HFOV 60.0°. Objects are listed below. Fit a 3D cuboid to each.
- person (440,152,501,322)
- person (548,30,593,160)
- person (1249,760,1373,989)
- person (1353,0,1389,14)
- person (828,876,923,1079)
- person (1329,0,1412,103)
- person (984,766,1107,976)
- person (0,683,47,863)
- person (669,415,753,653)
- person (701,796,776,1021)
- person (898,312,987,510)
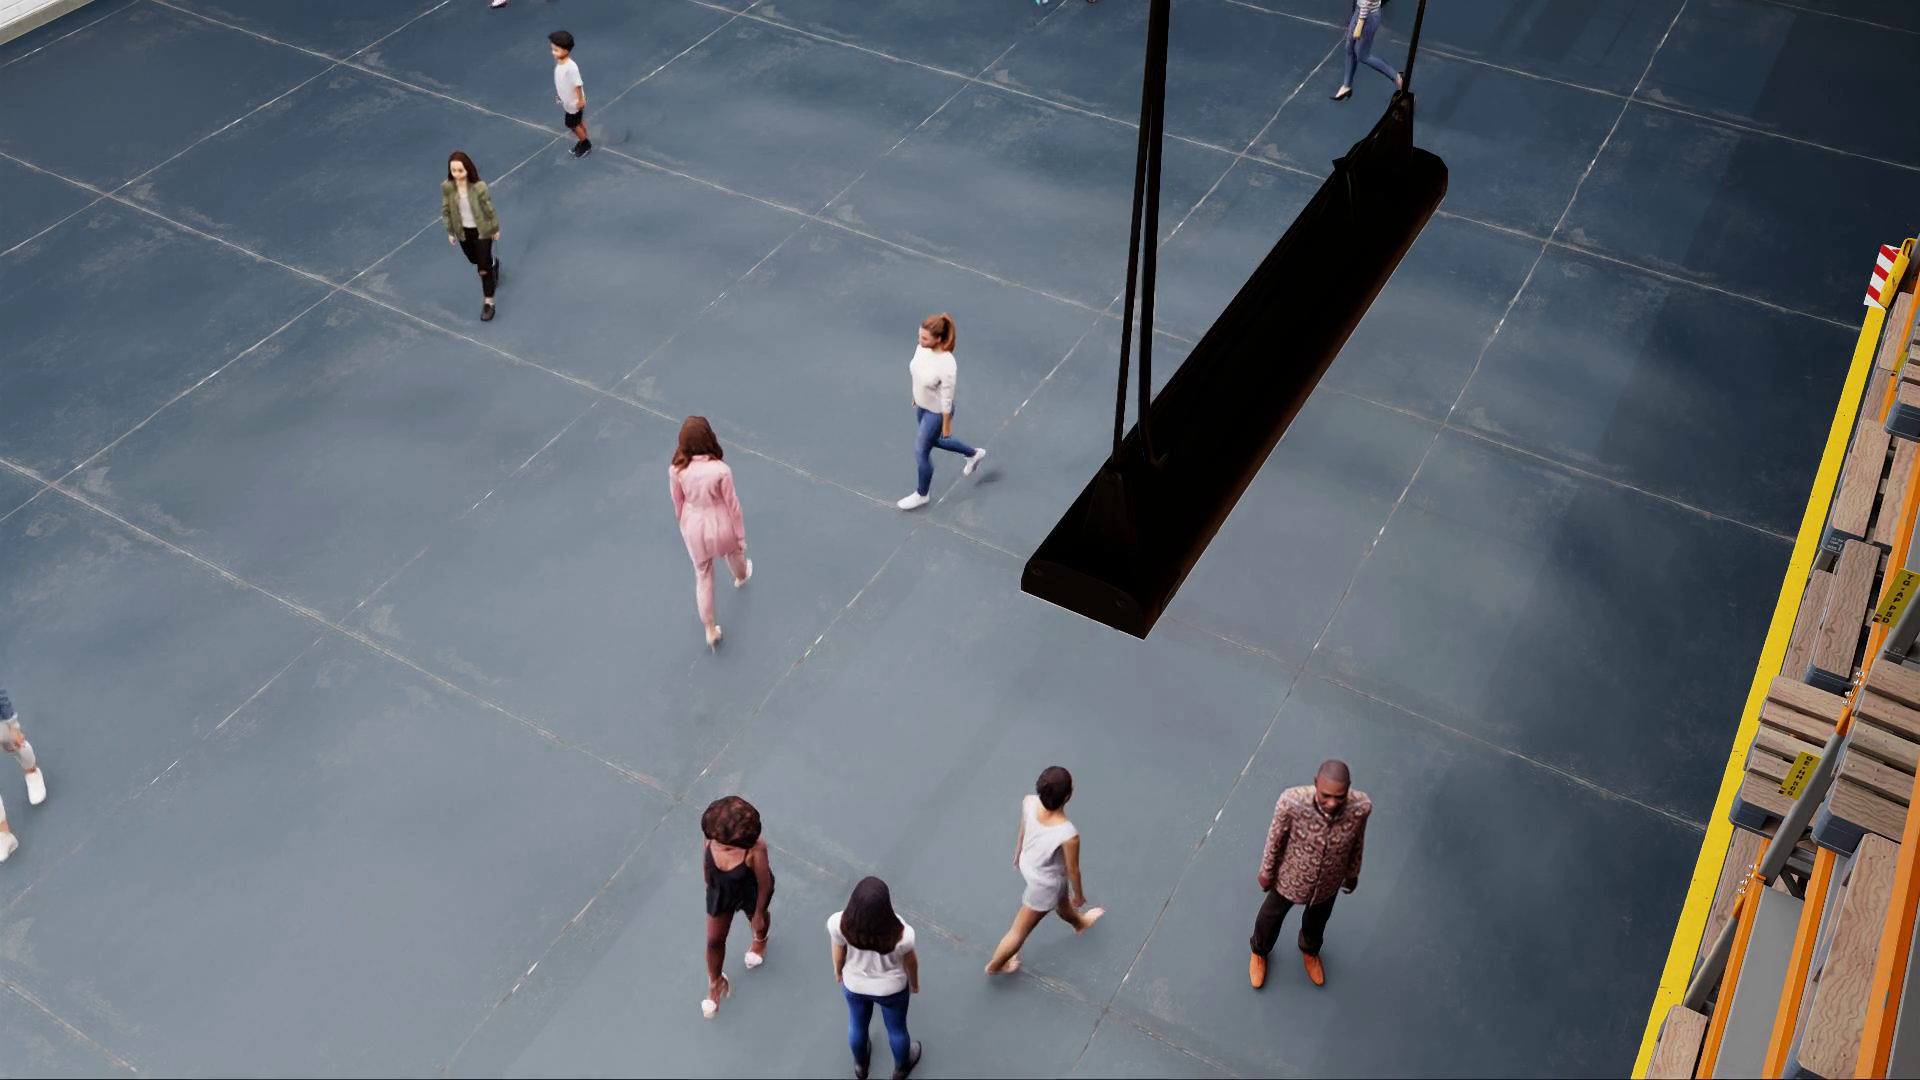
[{"bbox_3d":[-4.048,-2.616,13.914,0.825,1.457,1.043,5,44,5],"label":"person"},{"bbox_3d":[-3.641,-4.257,15.786,0.566,1.251,0.547,-28,50,-26],"label":"person"},{"bbox_3d":[1.903,1.786,9.039,0.787,1.808,0.782,-1,44,-1],"label":"person"},{"bbox_3d":[4.411,-6.367,17.591,0.814,1.817,0.971,14,45,14],"label":"person"},{"bbox_3d":[-0.437,2.292,8.597,0.670,1.684,0.641,7,44,7],"label":"person"},{"bbox_3d":[4.052,-5.036,16.229,0.851,1.768,1.000,9,44,9],"label":"person"},{"bbox_3d":[0.397,1.869,9.114,1.137,1.585,0.916,-23,48,-23],"label":"person"},{"bbox_3d":[-5.840,1.038,9.926,1.056,1.667,1.067,-14,45,-15],"label":"person"},{"bbox_3d":[-1.666,0.016,10.927,0.929,1.766,1.149,4,44,5],"label":"person"},{"bbox_3d":[-1.148,1.837,9.027,0.719,1.750,0.891,16,46,16],"label":"person"},{"bbox_3d":[-0.110,-0.959,11.994,1.074,1.706,0.969,-13,45,-14],"label":"person"}]
